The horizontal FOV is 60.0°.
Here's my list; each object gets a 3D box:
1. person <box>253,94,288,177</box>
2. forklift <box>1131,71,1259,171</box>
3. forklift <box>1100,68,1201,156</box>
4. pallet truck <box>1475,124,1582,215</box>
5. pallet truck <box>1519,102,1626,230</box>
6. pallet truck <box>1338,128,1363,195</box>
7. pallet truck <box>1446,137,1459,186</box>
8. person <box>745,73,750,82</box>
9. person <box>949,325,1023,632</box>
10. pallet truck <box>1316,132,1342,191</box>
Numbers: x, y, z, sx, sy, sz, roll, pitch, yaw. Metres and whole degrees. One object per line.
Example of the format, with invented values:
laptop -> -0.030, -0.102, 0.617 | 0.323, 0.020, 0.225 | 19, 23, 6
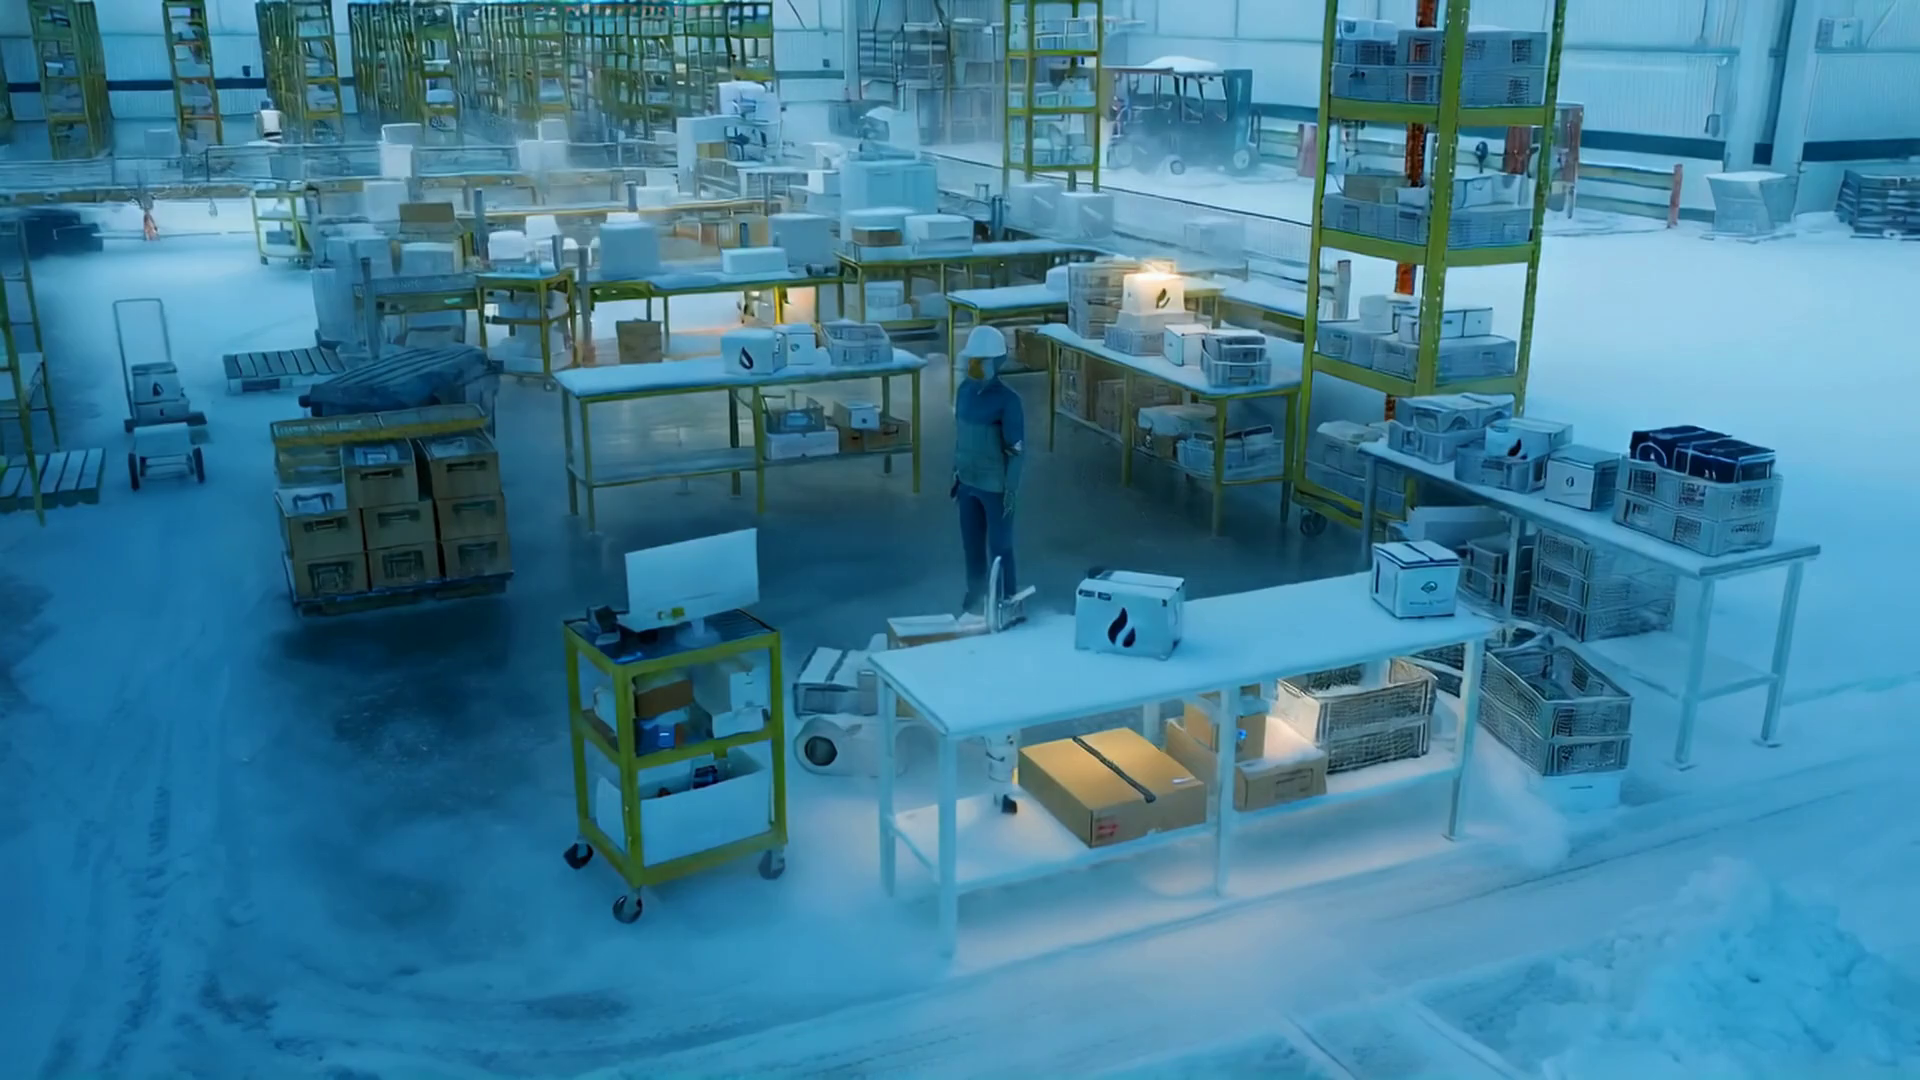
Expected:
person -> -13.446, -7.762, 32.488 | 0.599, 1.830, 0.404 | -11, 21, -31
forklift -> 4.998, -8.936, 35.413 | 2.680, 1.987, 1.157 | -9, 20, -25
forklift -> 4.082, -9.564, 37.410 | 2.680, 1.987, 1.157 | -8, 19, -23
pallet truck -> 9.707, -6.455, 28.103 | 1.885, 1.965, 0.823 | -7, 19, -20
pallet truck -> 9.972, -6.037, 26.785 | 1.885, 1.965, 0.823 | -9, 20, -25
pallet truck -> 7.845, -7.140, 31.411 | 1.522, 1.261, 0.704 | -9, 20, -25
pallet truck -> 9.184, -6.485, 29.328 | 1.630, 1.274, 0.653 | -8, 19, -23
person -> -6.142, -12.624, 47.807 | 0.443, 1.830, 0.575 | -9, 20, -27
person -> 0.128, -0.295, 9.071 | 0.305, 1.772, 0.525 | -15, 23, -39
pallet truck -> 7.723, -7.504, 32.656 | 1.601, 1.201, 0.680 | -8, 19, -23
